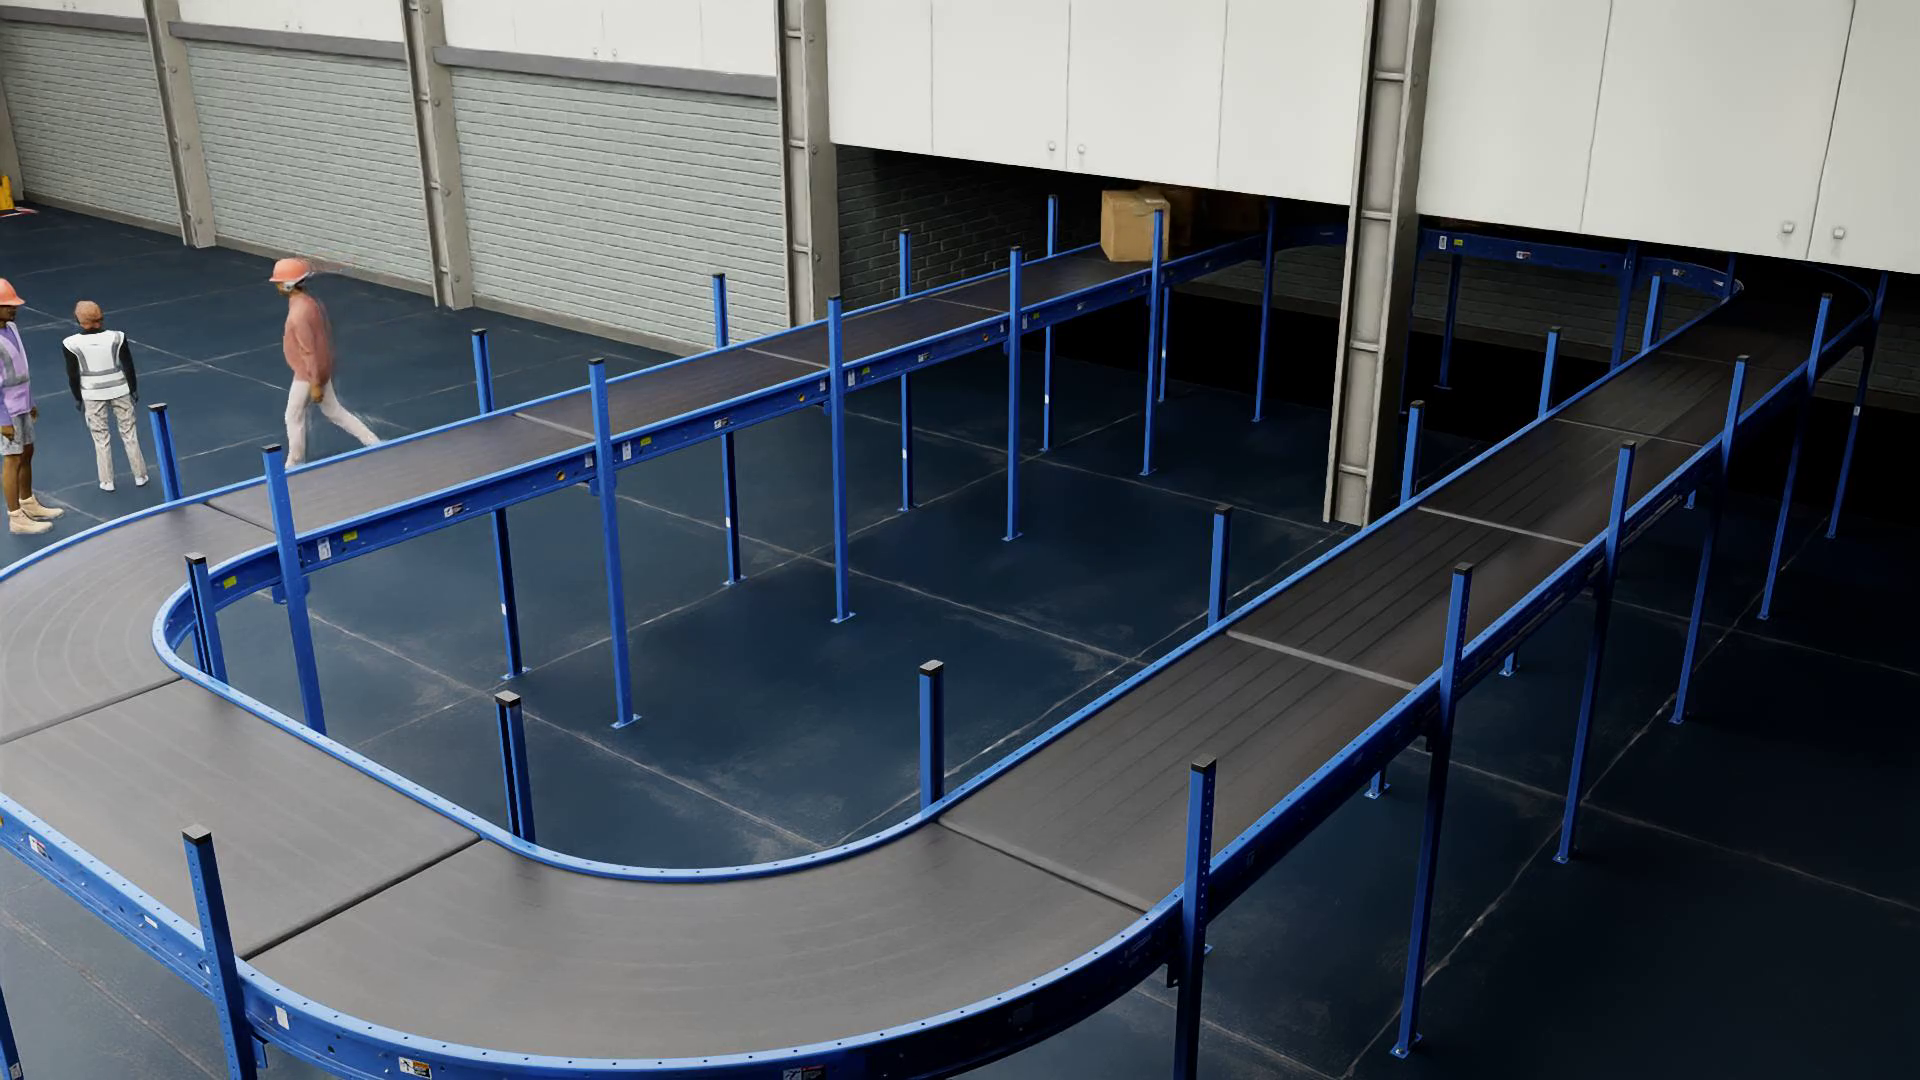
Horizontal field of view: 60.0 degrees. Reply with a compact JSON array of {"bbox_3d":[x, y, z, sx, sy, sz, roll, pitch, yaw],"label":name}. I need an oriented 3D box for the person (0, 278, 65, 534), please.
[{"bbox_3d":[-7.431,-1.055,13.109,0.419,2.034,0.604,-4,22,-10],"label":"person"}]

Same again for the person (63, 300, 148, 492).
[{"bbox_3d":[-7.196,-1.207,14.019,0.514,1.637,0.307,-13,25,-29],"label":"person"}]

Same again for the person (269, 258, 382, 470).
[{"bbox_3d":[-5.484,-1.455,14.238,1.005,1.954,0.621,-4,22,-9],"label":"person"}]
